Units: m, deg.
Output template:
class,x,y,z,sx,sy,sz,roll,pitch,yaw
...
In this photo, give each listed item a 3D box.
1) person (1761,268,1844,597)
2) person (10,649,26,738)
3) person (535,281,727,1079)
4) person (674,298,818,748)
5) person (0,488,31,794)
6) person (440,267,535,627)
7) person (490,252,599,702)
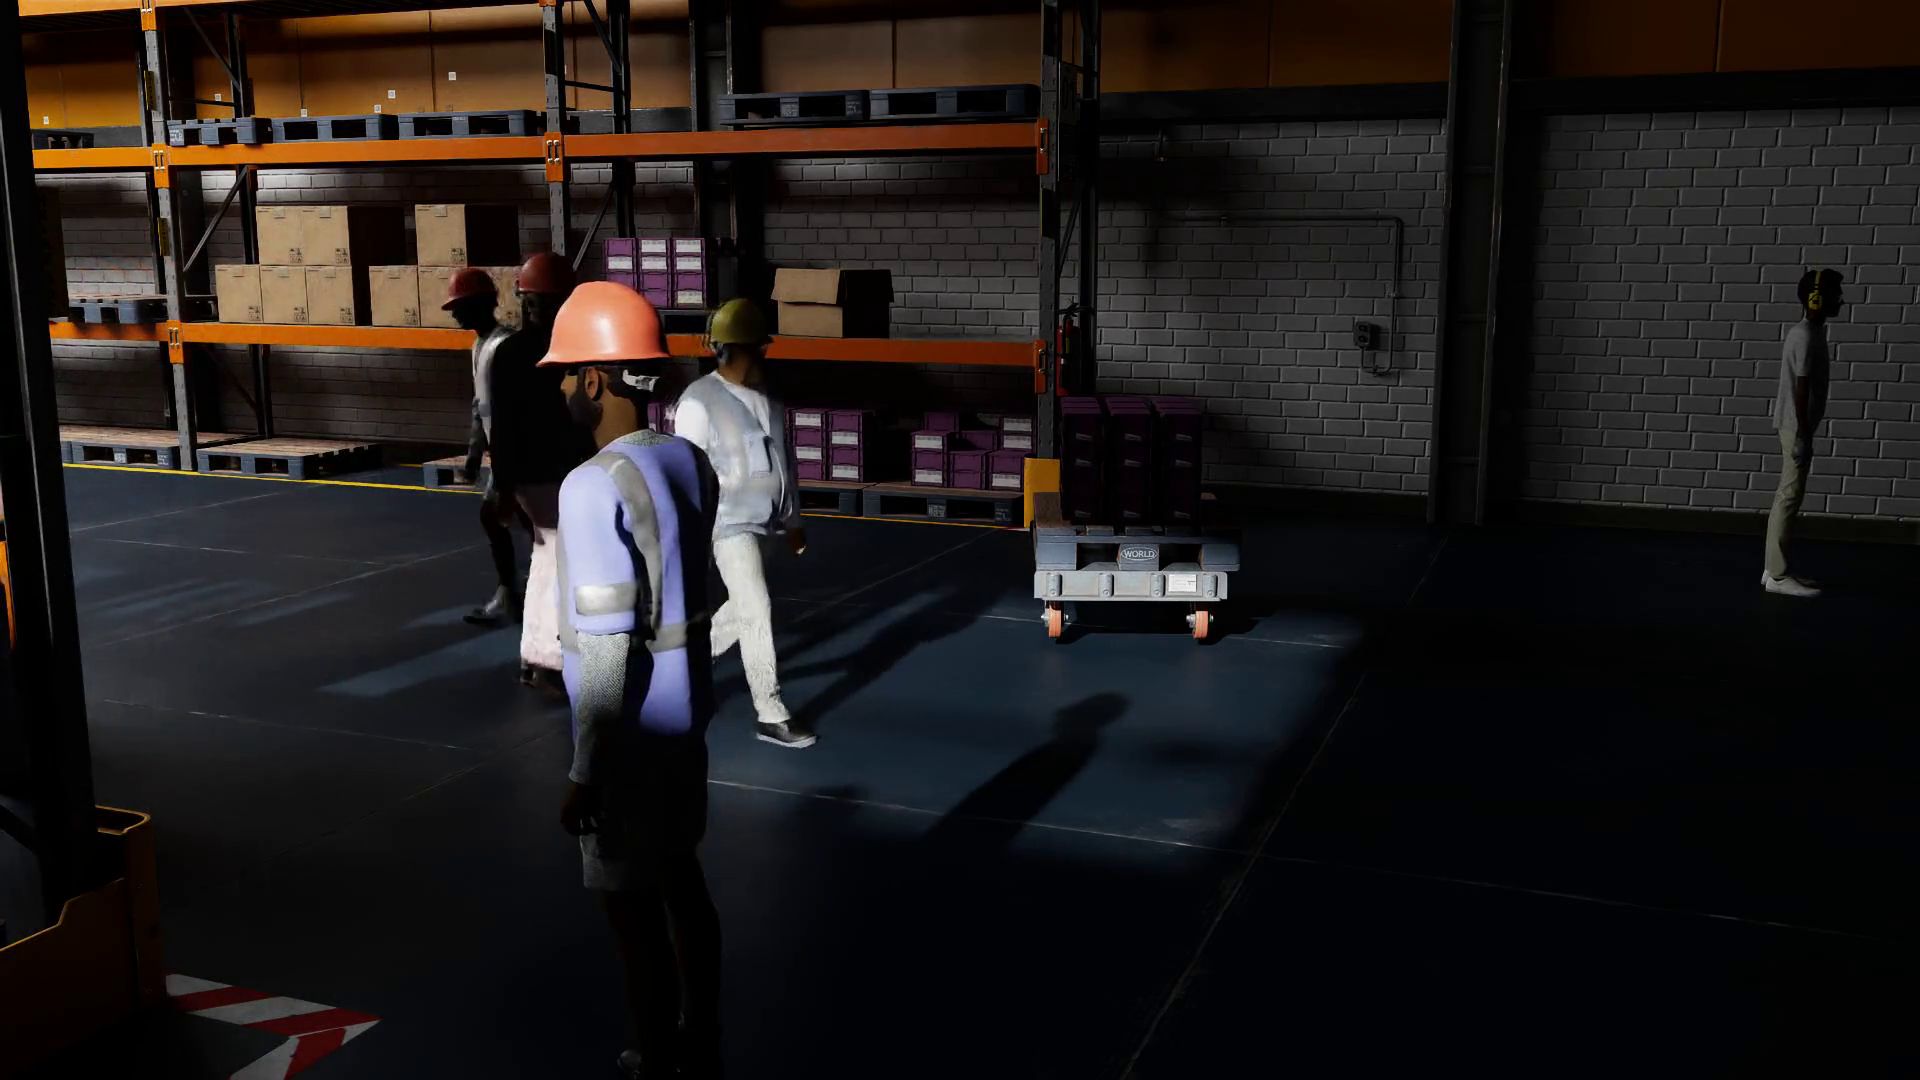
class,x,y,z,sx,sy,sz,roll,pitch,yaw
person,4.866,-0.620,9.589,0.334,1.873,0.517,5,11,25
person,-3.957,-0.204,6.777,0.364,2.048,0.608,-1,10,-6
person,-0.741,0.405,3.695,0.372,1.935,0.551,3,11,15
person,-0.925,-0.091,6.837,0.852,1.804,0.601,6,12,30
person,-3.670,0.064,6.065,0.525,1.769,0.327,-1,10,-5
person,-2.396,-0.489,8.802,0.729,1.882,0.569,-5,11,-27
person,-1.763,-0.273,7.373,0.614,1.973,0.616,2,10,12
